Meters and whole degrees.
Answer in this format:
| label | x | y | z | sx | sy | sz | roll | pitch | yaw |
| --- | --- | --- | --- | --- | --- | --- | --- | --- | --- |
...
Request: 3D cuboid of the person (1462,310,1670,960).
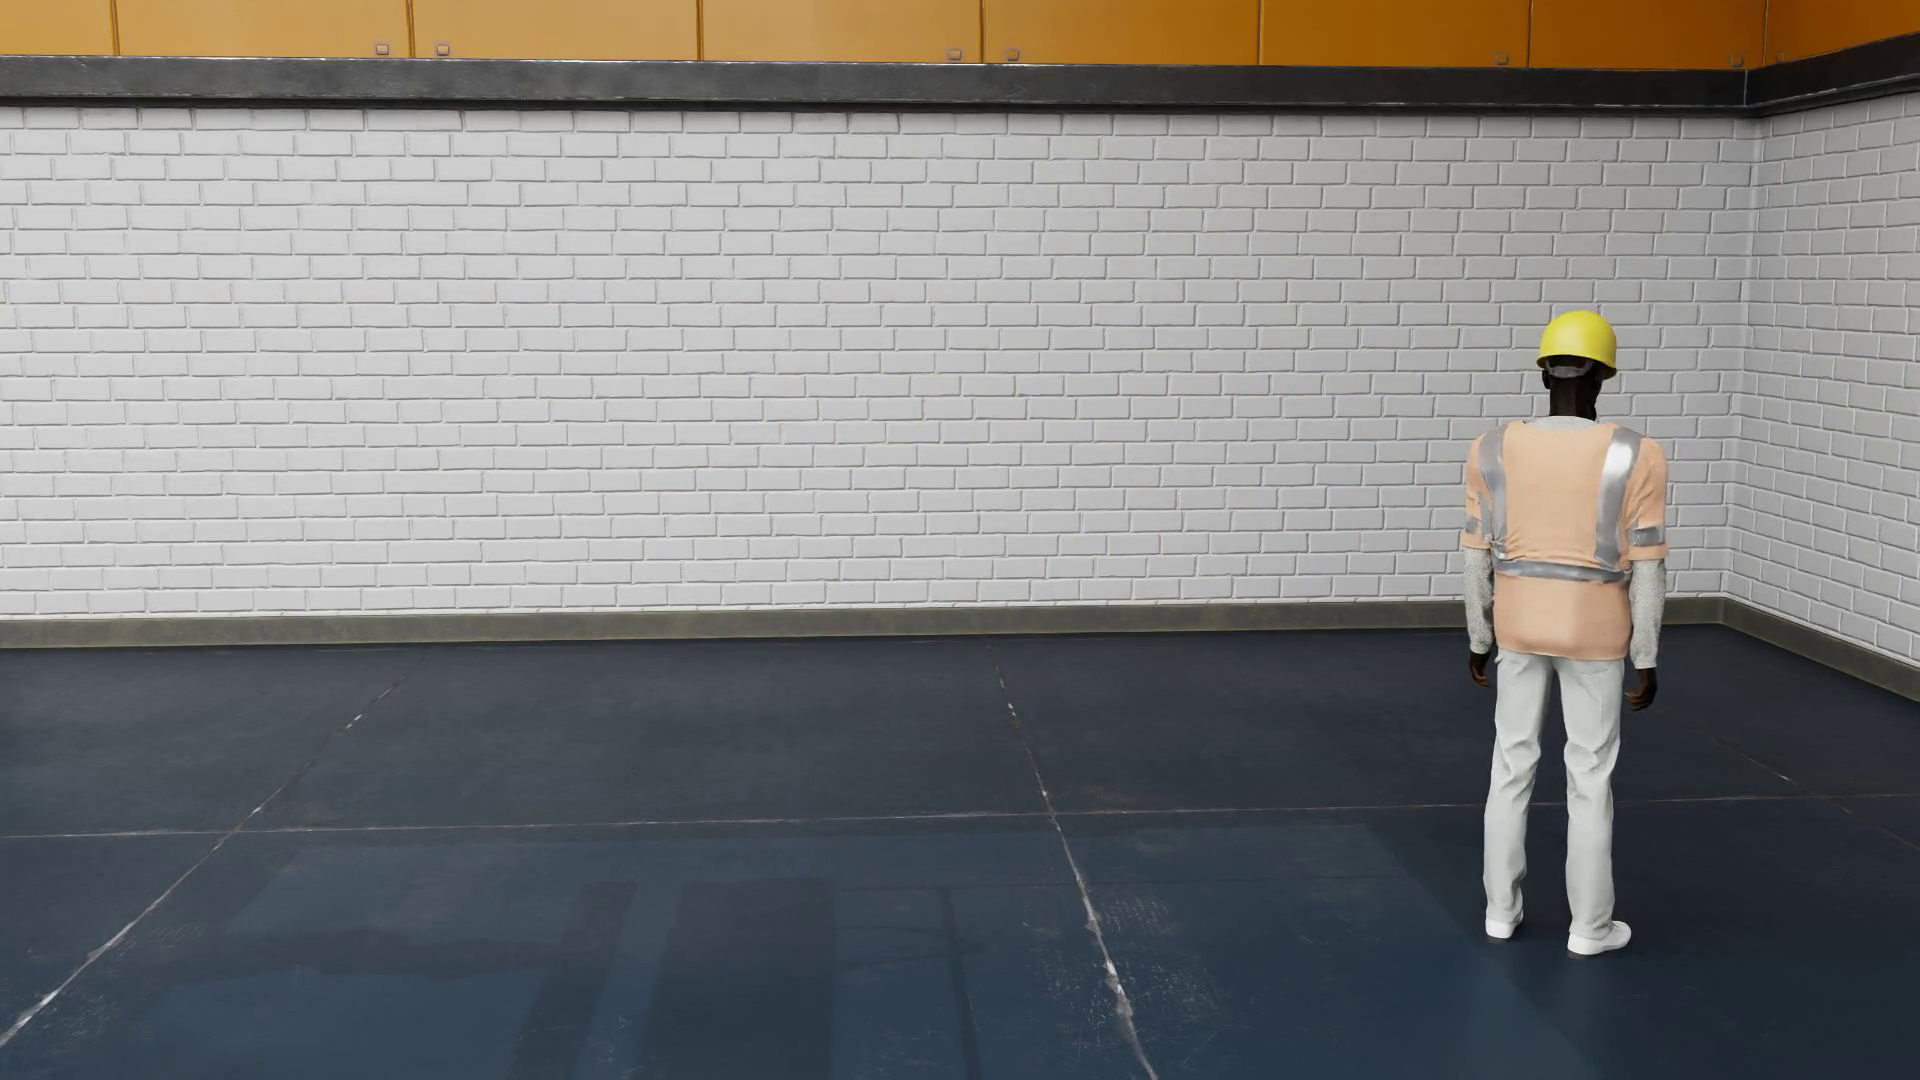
| label | x | y | z | sx | sy | sz | roll | pitch | yaw |
| --- | --- | --- | --- | --- | --- | --- | --- | --- | --- |
| person | 1.790 | 0.284 | 4.955 | 0.585 | 1.920 | 0.374 | 6 | 11 | 34 |
